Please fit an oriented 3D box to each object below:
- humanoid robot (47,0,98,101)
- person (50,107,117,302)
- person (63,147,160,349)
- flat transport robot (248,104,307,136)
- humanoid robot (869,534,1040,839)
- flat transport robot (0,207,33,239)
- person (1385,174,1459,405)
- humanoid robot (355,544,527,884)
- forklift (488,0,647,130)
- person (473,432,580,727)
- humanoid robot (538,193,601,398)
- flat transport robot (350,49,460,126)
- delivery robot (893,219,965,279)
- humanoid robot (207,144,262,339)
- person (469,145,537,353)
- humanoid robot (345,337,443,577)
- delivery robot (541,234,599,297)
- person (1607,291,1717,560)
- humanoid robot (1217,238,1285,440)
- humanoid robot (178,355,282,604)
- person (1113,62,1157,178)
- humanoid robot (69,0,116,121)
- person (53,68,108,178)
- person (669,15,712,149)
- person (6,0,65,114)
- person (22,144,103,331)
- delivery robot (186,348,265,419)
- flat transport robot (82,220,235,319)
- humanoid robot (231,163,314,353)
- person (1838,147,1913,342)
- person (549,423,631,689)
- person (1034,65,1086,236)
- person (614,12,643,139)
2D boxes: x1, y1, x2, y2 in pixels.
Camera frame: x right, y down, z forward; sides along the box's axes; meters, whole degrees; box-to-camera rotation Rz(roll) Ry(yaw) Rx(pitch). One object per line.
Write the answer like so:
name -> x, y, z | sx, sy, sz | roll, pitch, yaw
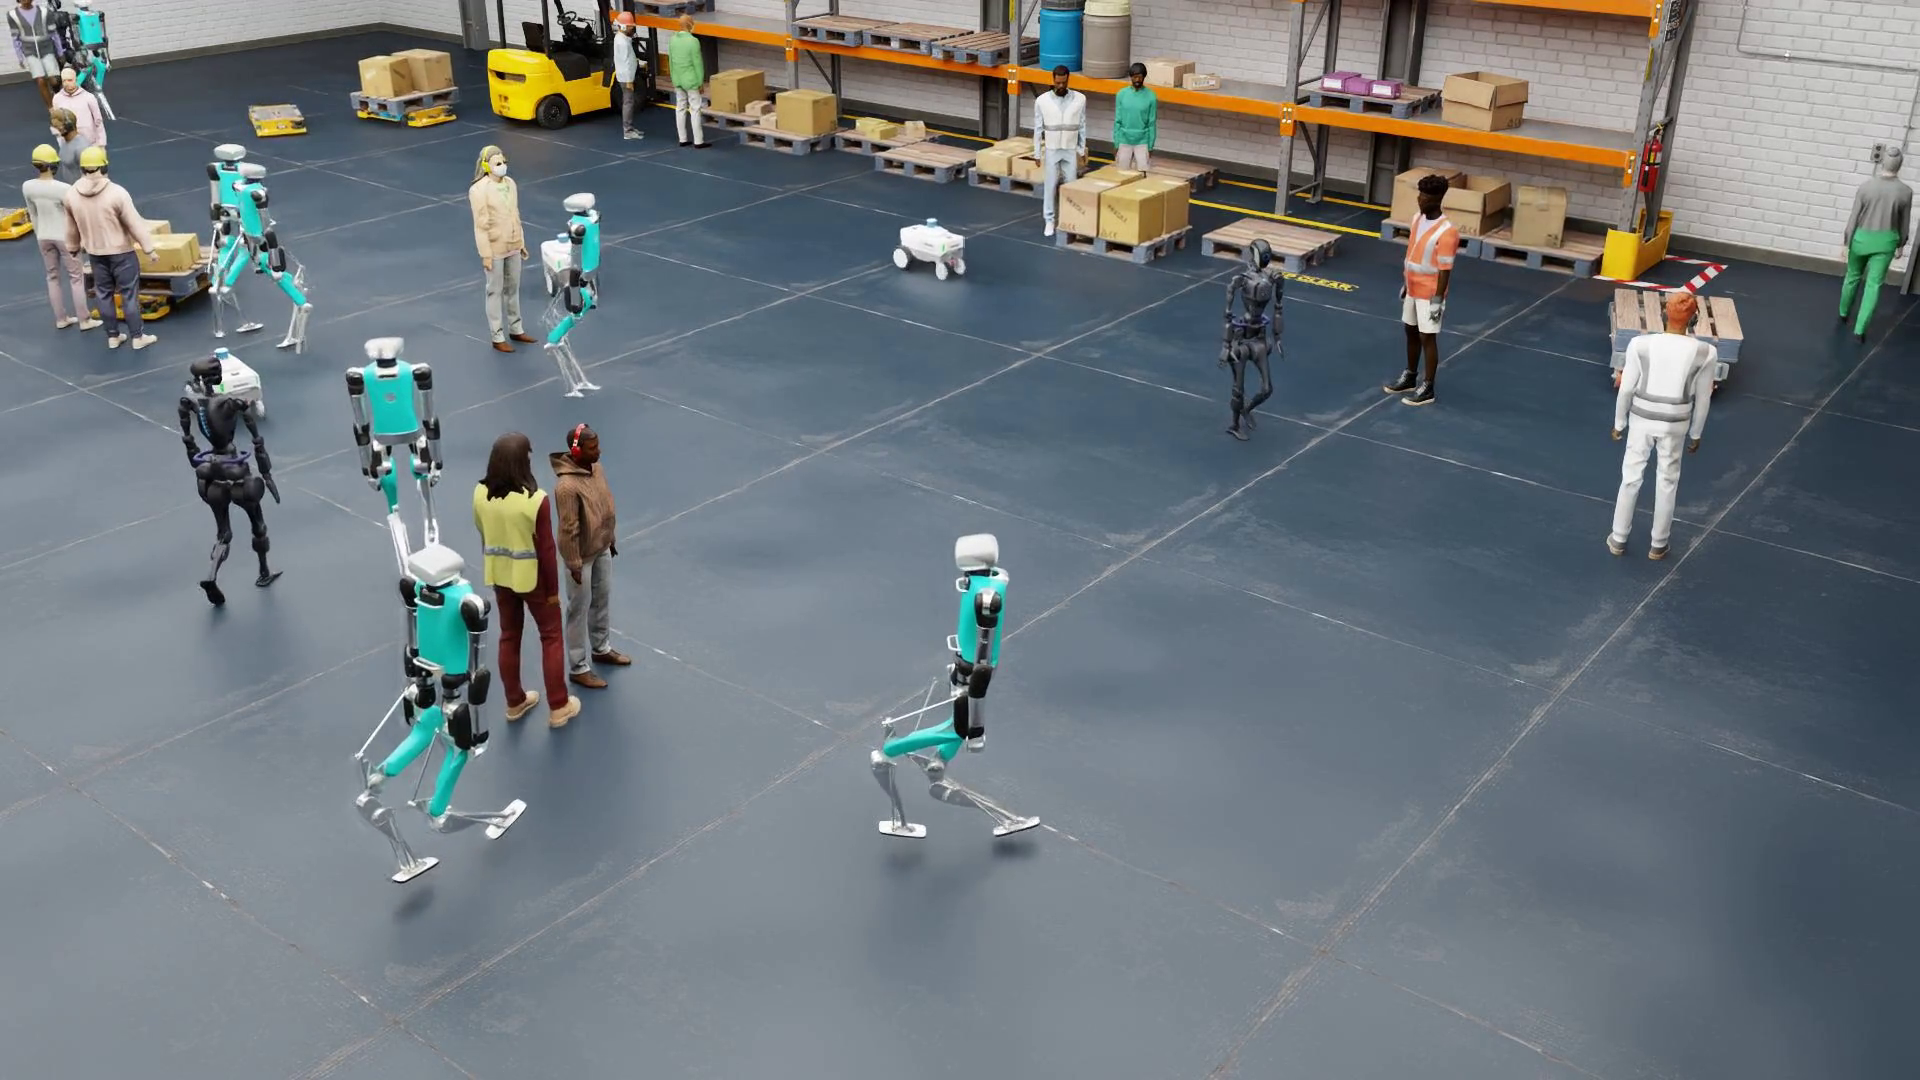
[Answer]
humanoid robot -> -13.891, -7.593, 25.723 | 0.738, 1.634, 0.590 | 6, 27, 13
person -> -8.697, -3.338, 16.583 | 0.372, 1.934, 0.628 | -21, 33, -37
person -> -7.799, -2.657, 15.251 | 0.804, 1.857, 0.436 | 0, 26, 1
flat transport robot -> -9.965, -6.125, 24.255 | 0.659, 0.231, 1.431 | -12, 28, -23
humanoid robot -> -0.112, 0.803, 8.251 | 1.041, 1.738, 0.562 | -2, 26, -3
flat transport robot -> -11.388, -3.619, 19.066 | 1.431, 0.231, 0.659 | 0, 26, -1
person -> 3.910, -2.109, 14.006 | 0.374, 1.958, 0.596 | -6, 26, -13
humanoid robot -> -2.583, 0.926, 7.984 | 0.545, 1.744, 1.020 | 15, 30, 29
forklift -> -5.874, -7.334, 24.552 | 1.214, 2.155, 2.313 | 19, 32, 34
person -> -2.472, 0.238, 9.361 | 0.470, 1.763, 0.375 | 7, 27, 15
humanoid robot -> -3.348, -2.068, 14.158 | 0.697, 1.777, 0.540 | 4, 26, 7
flat transport robot -> -8.236, -6.367, 24.757 | 1.431, 0.231, 0.659 | 16, 30, 30
delivery robot -> -0.303, -3.128, 17.683 | 0.499, 0.563, 0.738 | -23, 34, -39
humanoid robot -> -6.847, -2.736, 15.575 | 0.586, 1.801, 0.821 | 4, 26, 8
person -> -4.225, -2.681, 15.278 | 0.402, 1.877, 0.552 | 14, 29, 26
humanoid robot -> -3.740, -0.619, 11.197 | 0.538, 1.771, 0.981 | -6, 27, -13
delivery robot -> -4.060, -2.858, 17.136 | 0.499, 0.573, 0.759 | -12, 28, -24
person -> 4.748, -0.770, 11.311 | 0.575, 1.881, 0.350 | 11, 28, 21
humanoid robot -> 2.303, -1.608, 13.278 | 0.591, 1.643, 0.382 | -12, 28, -23
humanoid robot -> -4.767, -0.391, 10.772 | 0.586, 1.634, 0.628 | 3, 26, 7
person -> 2.026, -4.604, 19.299 | 0.497, 1.843, 0.404 | 5, 26, 10
humanoid robot -> -12.865, -7.039, 24.511 | 0.712, 1.828, 0.545 | 14, 29, 26
person -> -10.148, -4.554, 19.260 | 0.519, 1.784, 0.402 | -6, 26, -13
person -> -3.736, -6.286, 22.853 | 0.538, 1.780, 0.386 | 15, 30, 28
person -> -13.479, -7.129, 24.342 | 0.622, 2.009, 0.601 | -12, 28, -24
person -> -8.531, -2.866, 15.798 | 0.525, 1.754, 0.365 | 3, 26, 5
delivery robot -> -6.156, -1.313, 13.969 | 0.499, 0.601, 0.802 | -21, 33, -36
flat transport robot -> -8.098, -2.525, 16.800 | 0.659, 0.231, 1.431 | 2, 26, 4
humanoid robot -> -6.182, -2.557, 15.242 | 0.663, 1.858, 0.544 | -23, 34, -39
person -> 8.638, -2.829, 15.686 | 0.537, 1.788, 0.922 | 15, 29, 28
person -> -2.202, 0.079, 9.828 | 0.308, 1.647, 0.462 | 9, 27, 18
person -> 1.127, -4.401, 18.809 | 0.597, 1.907, 0.413 | -4, 26, -8
person -> -4.669, -6.543, 23.427 | 0.351, 1.738, 0.575 | -5, 26, -11
